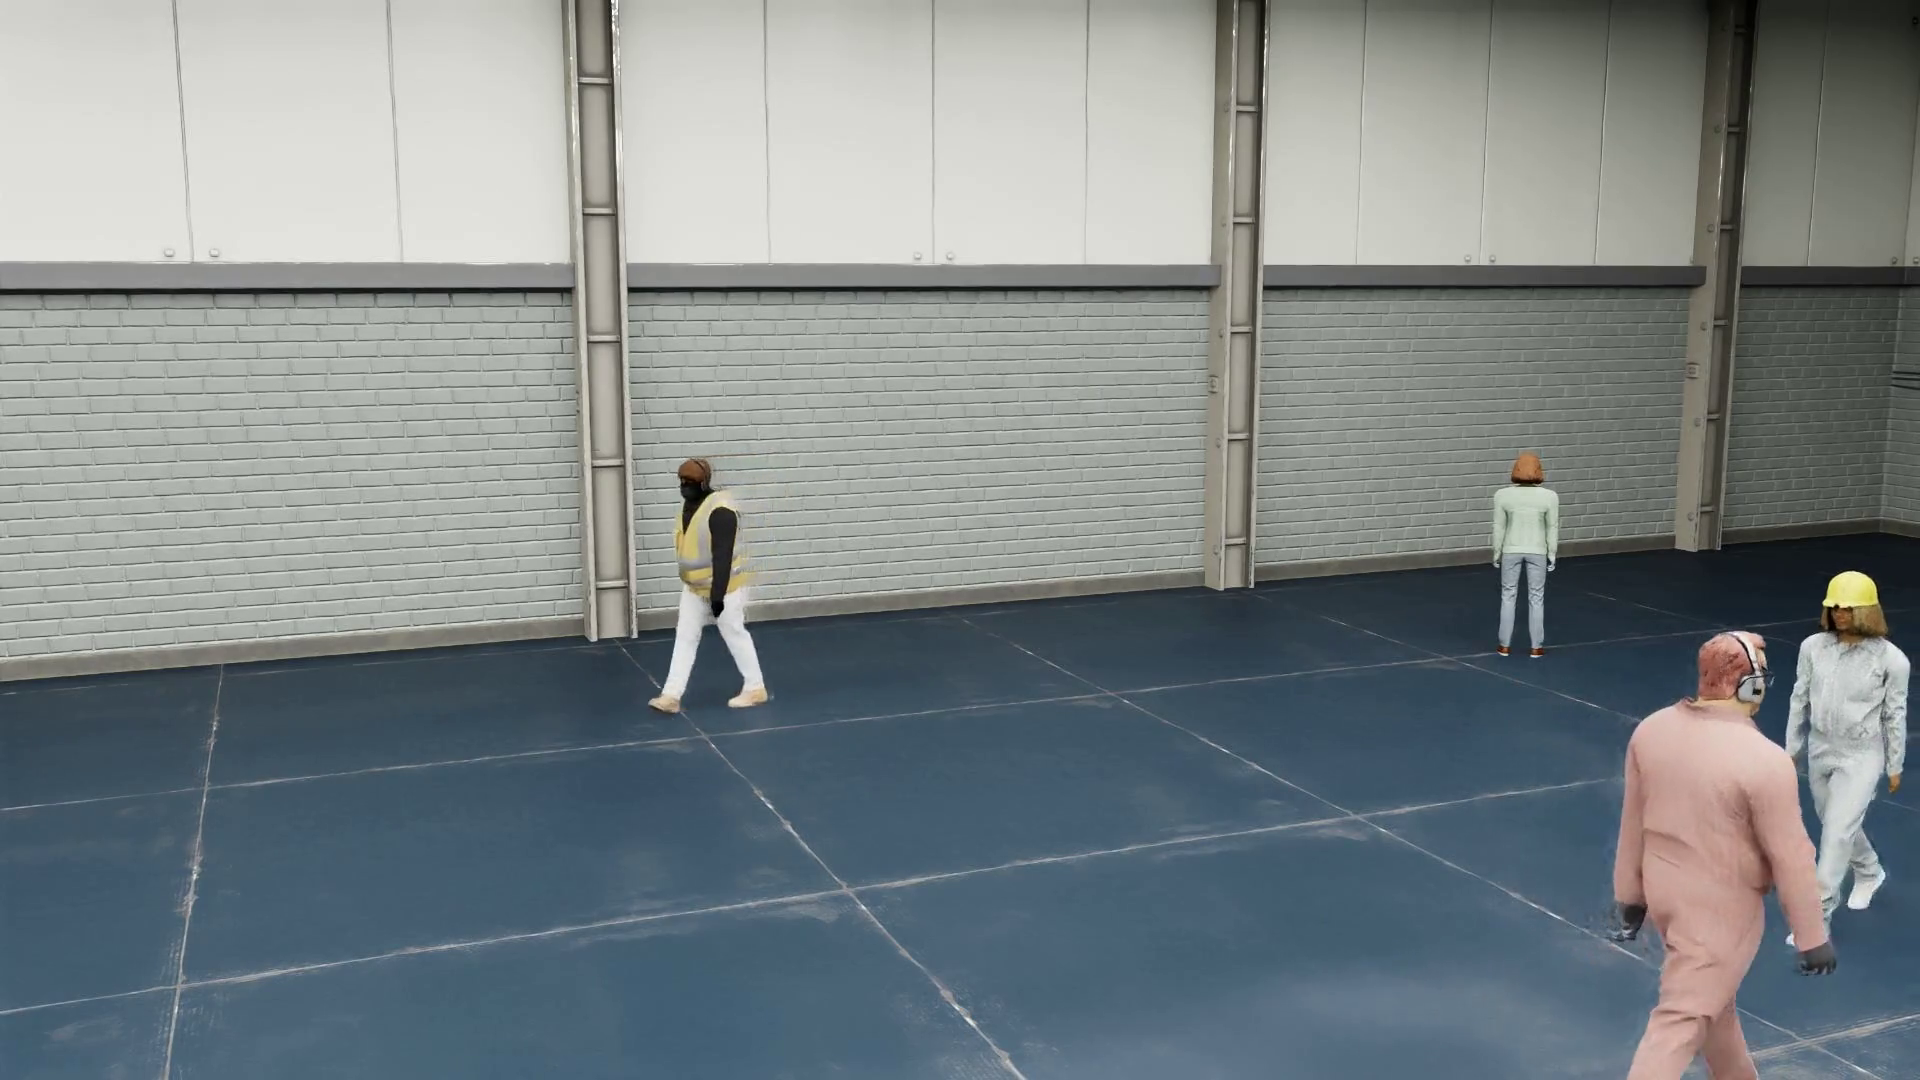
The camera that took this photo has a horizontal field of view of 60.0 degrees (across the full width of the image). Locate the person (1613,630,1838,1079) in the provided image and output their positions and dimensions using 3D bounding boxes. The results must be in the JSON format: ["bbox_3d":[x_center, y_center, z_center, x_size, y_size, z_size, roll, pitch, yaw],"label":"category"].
[{"bbox_3d":[2.592,1.230,5.573,0.995,1.857,0.656,-2,9,-13],"label":"person"}]

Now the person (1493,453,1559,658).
[{"bbox_3d":[4.485,0.122,13.220,0.500,1.636,0.286,3,10,20],"label":"person"}]

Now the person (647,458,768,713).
[{"bbox_3d":[-1.751,0.321,11.473,0.960,1.786,0.652,-8,12,-40],"label":"person"}]

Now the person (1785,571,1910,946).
[{"bbox_3d":[4.123,0.968,7.693,0.849,1.708,0.493,-6,11,-33],"label":"person"}]
